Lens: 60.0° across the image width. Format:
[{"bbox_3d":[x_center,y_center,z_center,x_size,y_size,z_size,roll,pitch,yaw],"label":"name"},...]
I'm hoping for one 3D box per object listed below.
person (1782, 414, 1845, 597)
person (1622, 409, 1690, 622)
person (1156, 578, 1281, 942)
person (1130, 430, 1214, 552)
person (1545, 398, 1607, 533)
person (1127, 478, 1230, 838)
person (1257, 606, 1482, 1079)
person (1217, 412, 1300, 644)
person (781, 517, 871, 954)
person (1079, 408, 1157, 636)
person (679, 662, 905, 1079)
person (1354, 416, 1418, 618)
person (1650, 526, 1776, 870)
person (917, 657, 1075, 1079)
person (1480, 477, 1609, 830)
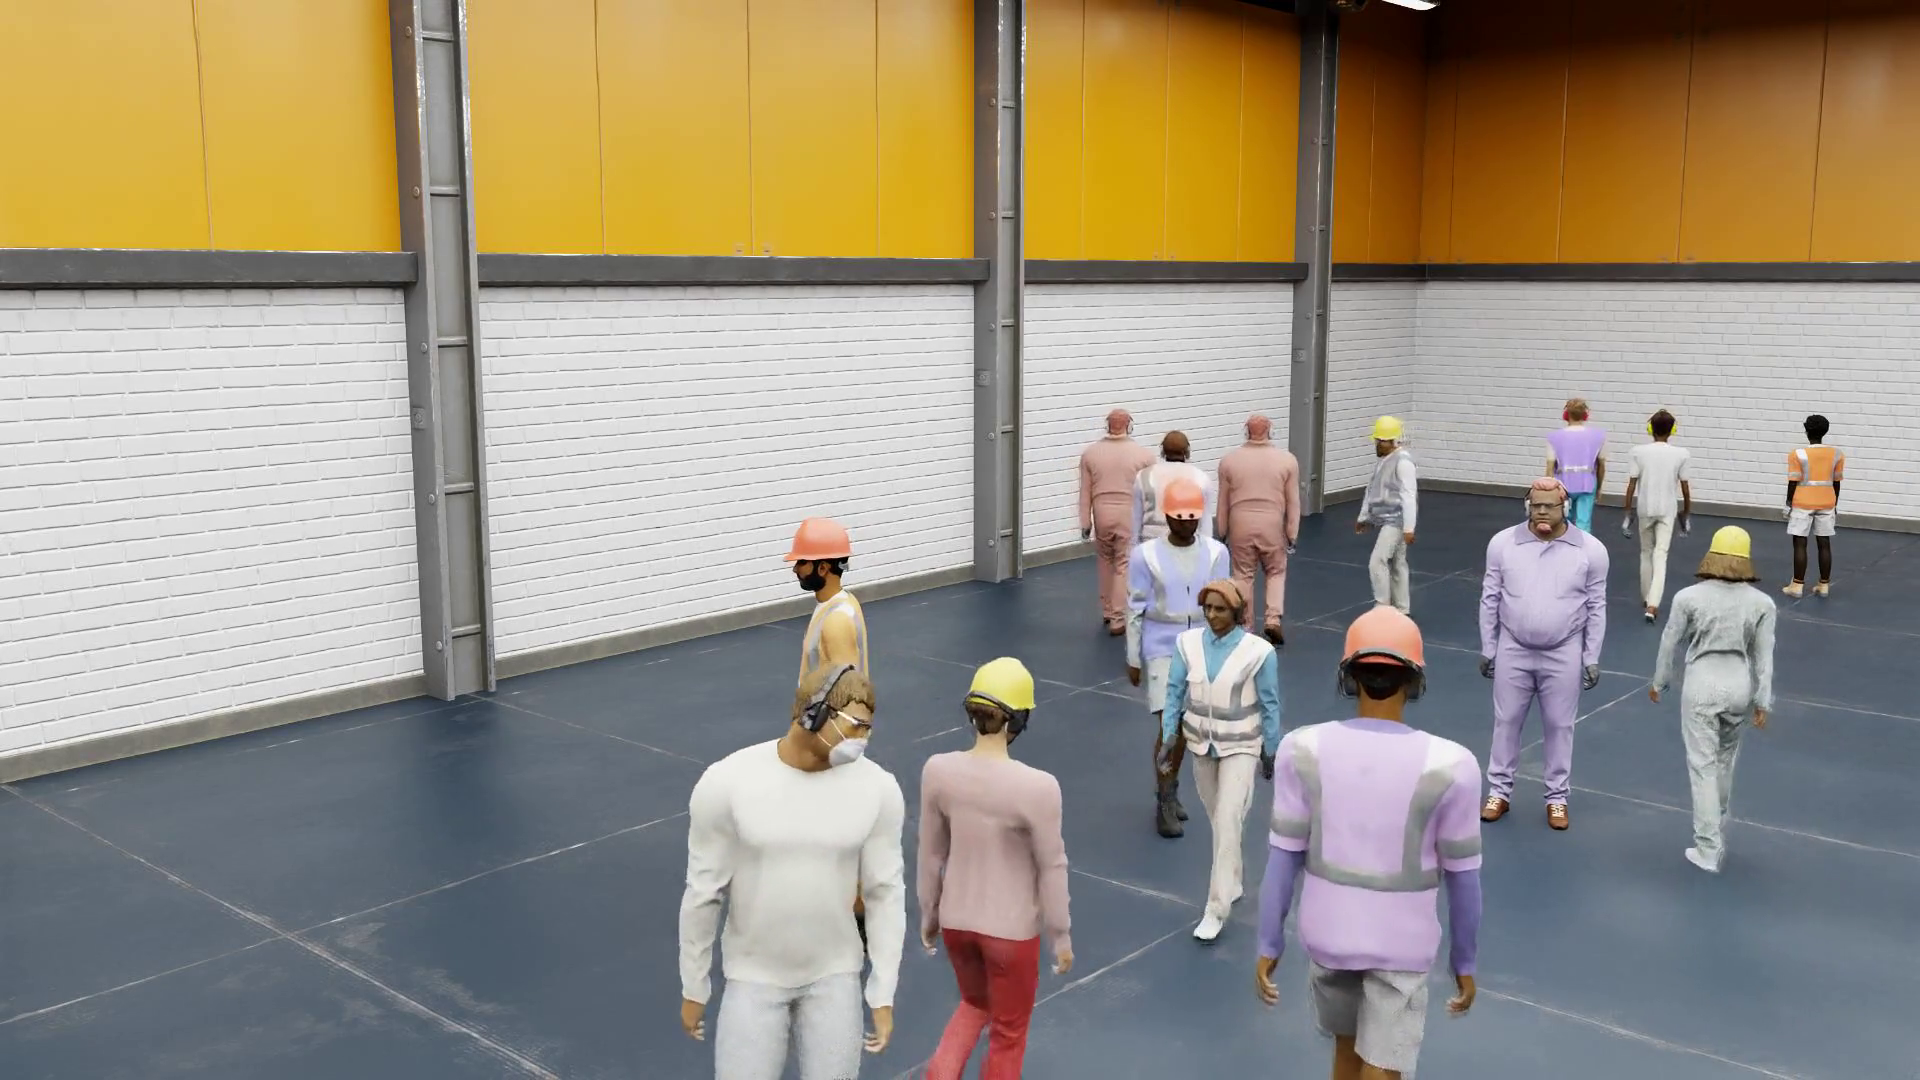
[{"bbox_3d":[7.885,-0.314,15.399,0.540,1.697,0.317,-1,9,-3],"label":"person"},{"bbox_3d":[6.054,-0.221,14.443,0.533,1.831,0.990,4,10,26],"label":"person"},{"bbox_3d":[1.145,0.980,7.558,0.513,1.606,0.788,7,11,37],"label":"person"},{"bbox_3d":[1.599,0.070,12.661,0.631,1.815,0.863,2,9,10],"label":"person"},{"bbox_3d":[5.938,-0.470,16.094,0.562,1.797,0.994,3,9,16],"label":"person"},{"bbox_3d":[1.203,0.624,8.880,0.545,1.906,0.742,-2,9,-14],"label":"person"},{"bbox_3d":[1.183,1.212,4.930,0.645,2.006,0.951,5,10,28],"label":"person"},{"bbox_3d":[2.383,-0.076,13.324,0.664,1.890,0.413,2,9,12],"label":"person"},{"bbox_3d":[-0.581,0.860,7.285,0.375,1.935,0.550,-1,9,-6],"label":"person"},{"bbox_3d":[1.369,-0.167,13.959,0.648,1.871,0.870,4,10,21],"label":"person"},{"bbox_3d":[-0.503,1.291,4.784,0.740,1.885,0.431,-2,9,-14],"label":"person"},{"bbox_3d":[3.573,-0.151,14.053,0.619,1.799,0.622,0,9,-1],"label":"person"},{"bbox_3d":[3.843,0.776,8.534,0.506,1.707,0.779,1,9,6],"label":"person"},{"bbox_3d":[0.104,1.253,5.428,0.534,1.749,0.415,7,11,36],"label":"person"},{"bbox_3d":[3.124,0.608,8.964,0.643,1.908,0.399,4,10,24],"label":"person"}]
